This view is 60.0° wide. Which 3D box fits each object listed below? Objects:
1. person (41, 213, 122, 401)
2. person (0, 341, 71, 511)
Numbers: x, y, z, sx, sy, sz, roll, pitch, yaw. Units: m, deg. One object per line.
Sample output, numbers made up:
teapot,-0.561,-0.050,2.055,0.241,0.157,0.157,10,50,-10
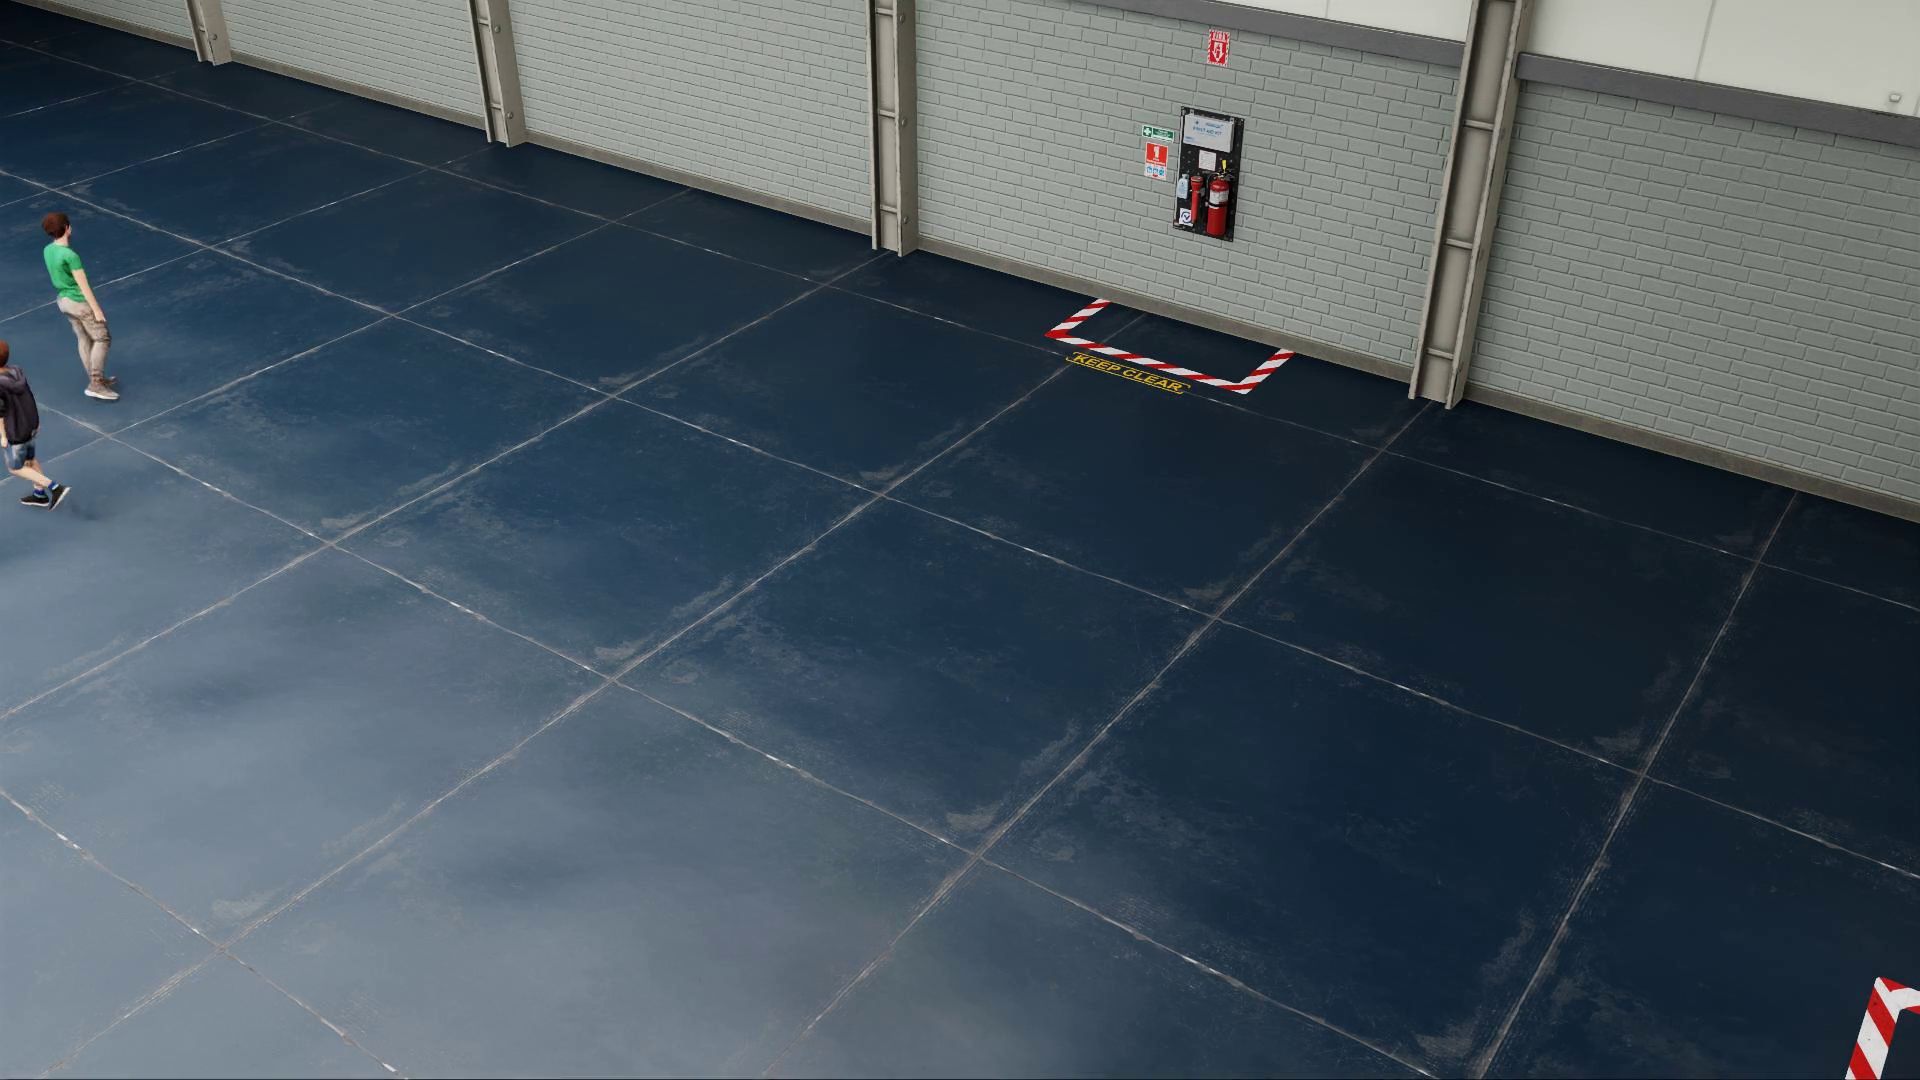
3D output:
person,-7.656,-2.015,14.415,0.552,1.640,0.757,26,41,35
person,-7.186,-0.855,12.767,0.823,1.435,0.718,3,32,5
